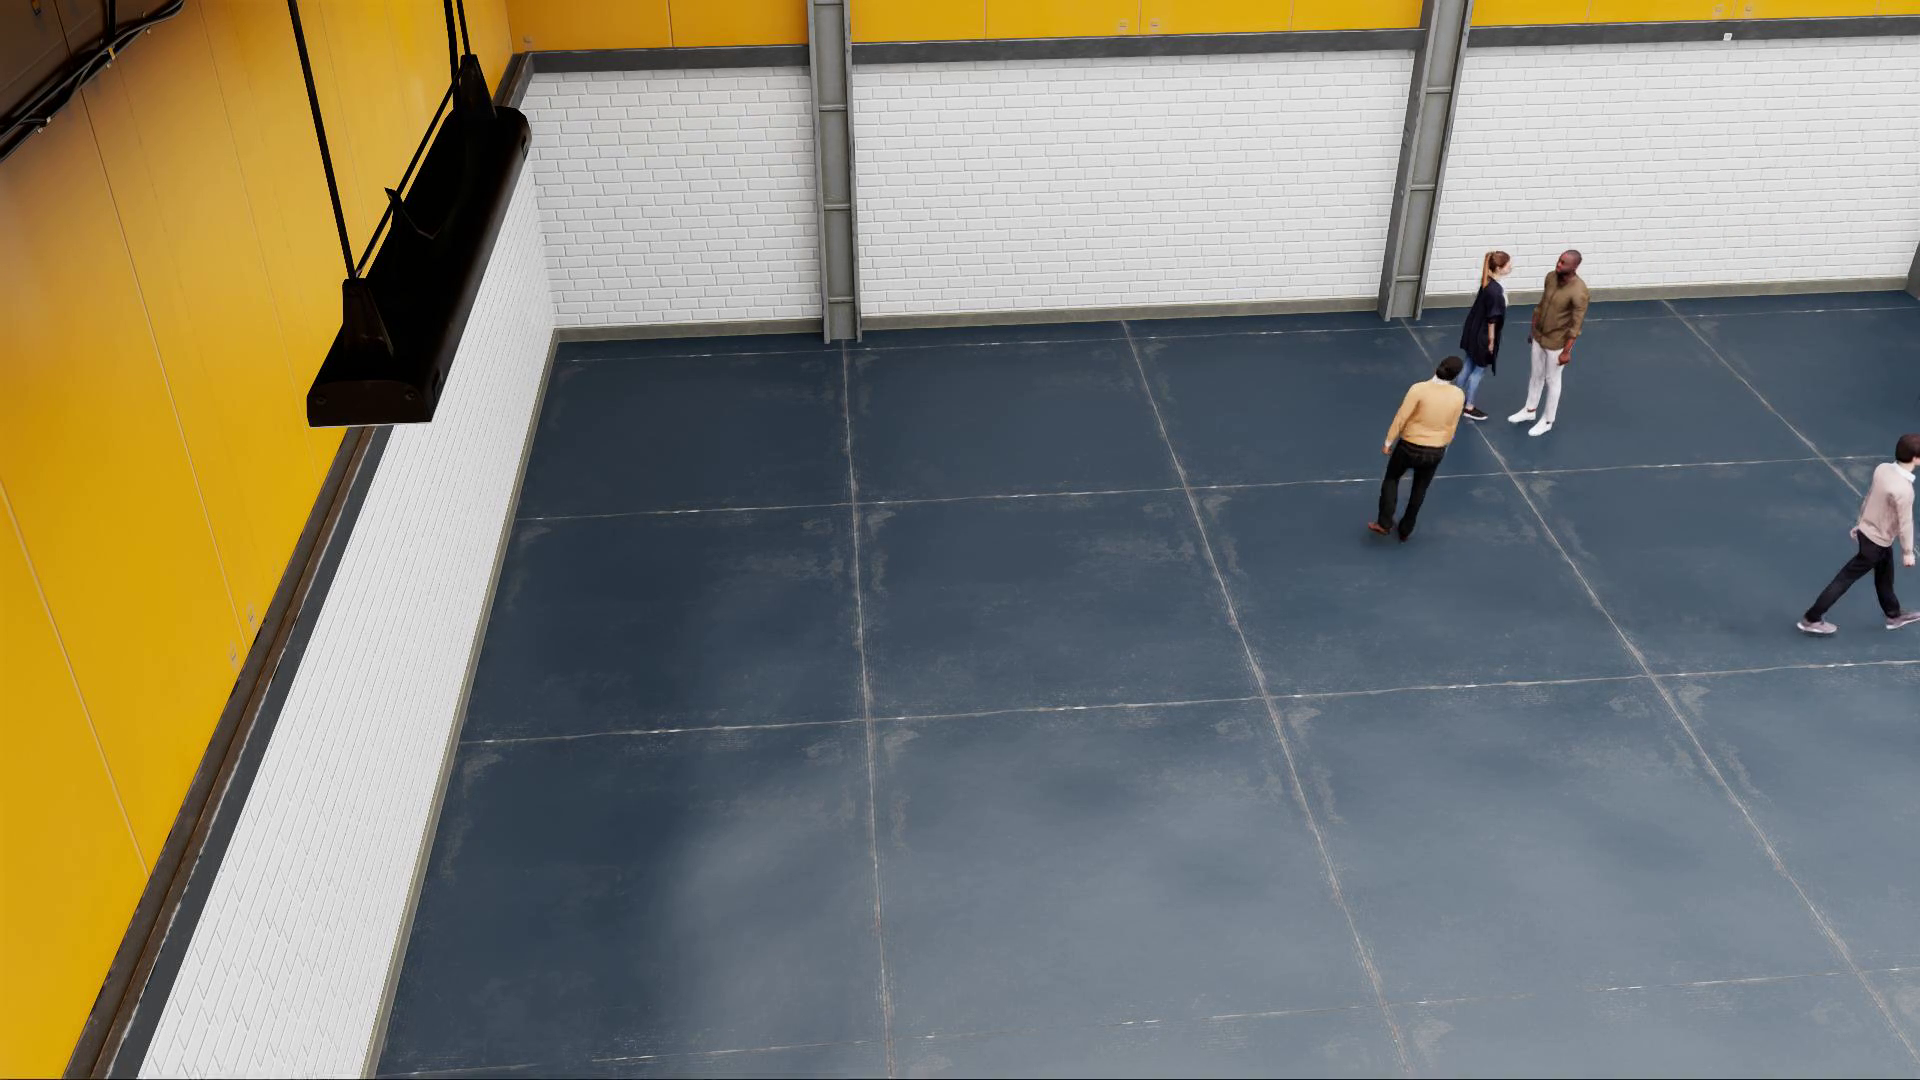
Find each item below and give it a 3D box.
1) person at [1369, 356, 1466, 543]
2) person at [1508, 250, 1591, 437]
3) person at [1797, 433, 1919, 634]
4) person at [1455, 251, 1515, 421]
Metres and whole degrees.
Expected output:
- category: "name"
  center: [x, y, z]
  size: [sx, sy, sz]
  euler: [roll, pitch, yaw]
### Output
- category: "person"
  center: [3.830, -0.752, 13.878]
  size: [0.609, 1.719, 0.855]
  euler: [-5, 34, -7]
- category: "person"
  center: [5.514, -1.859, 15.448]
  size: [0.706, 1.825, 0.784]
  euler: [-13, 36, -19]
- category: "person"
  center: [6.903, 0.012, 12.694]
  size: [1.225, 1.758, 0.820]
  euler: [5, 34, 7]
- category: "person"
  center: [4.925, -1.951, 15.716]
  size: [0.671, 1.682, 0.696]
  euler: [-1, 34, -1]
